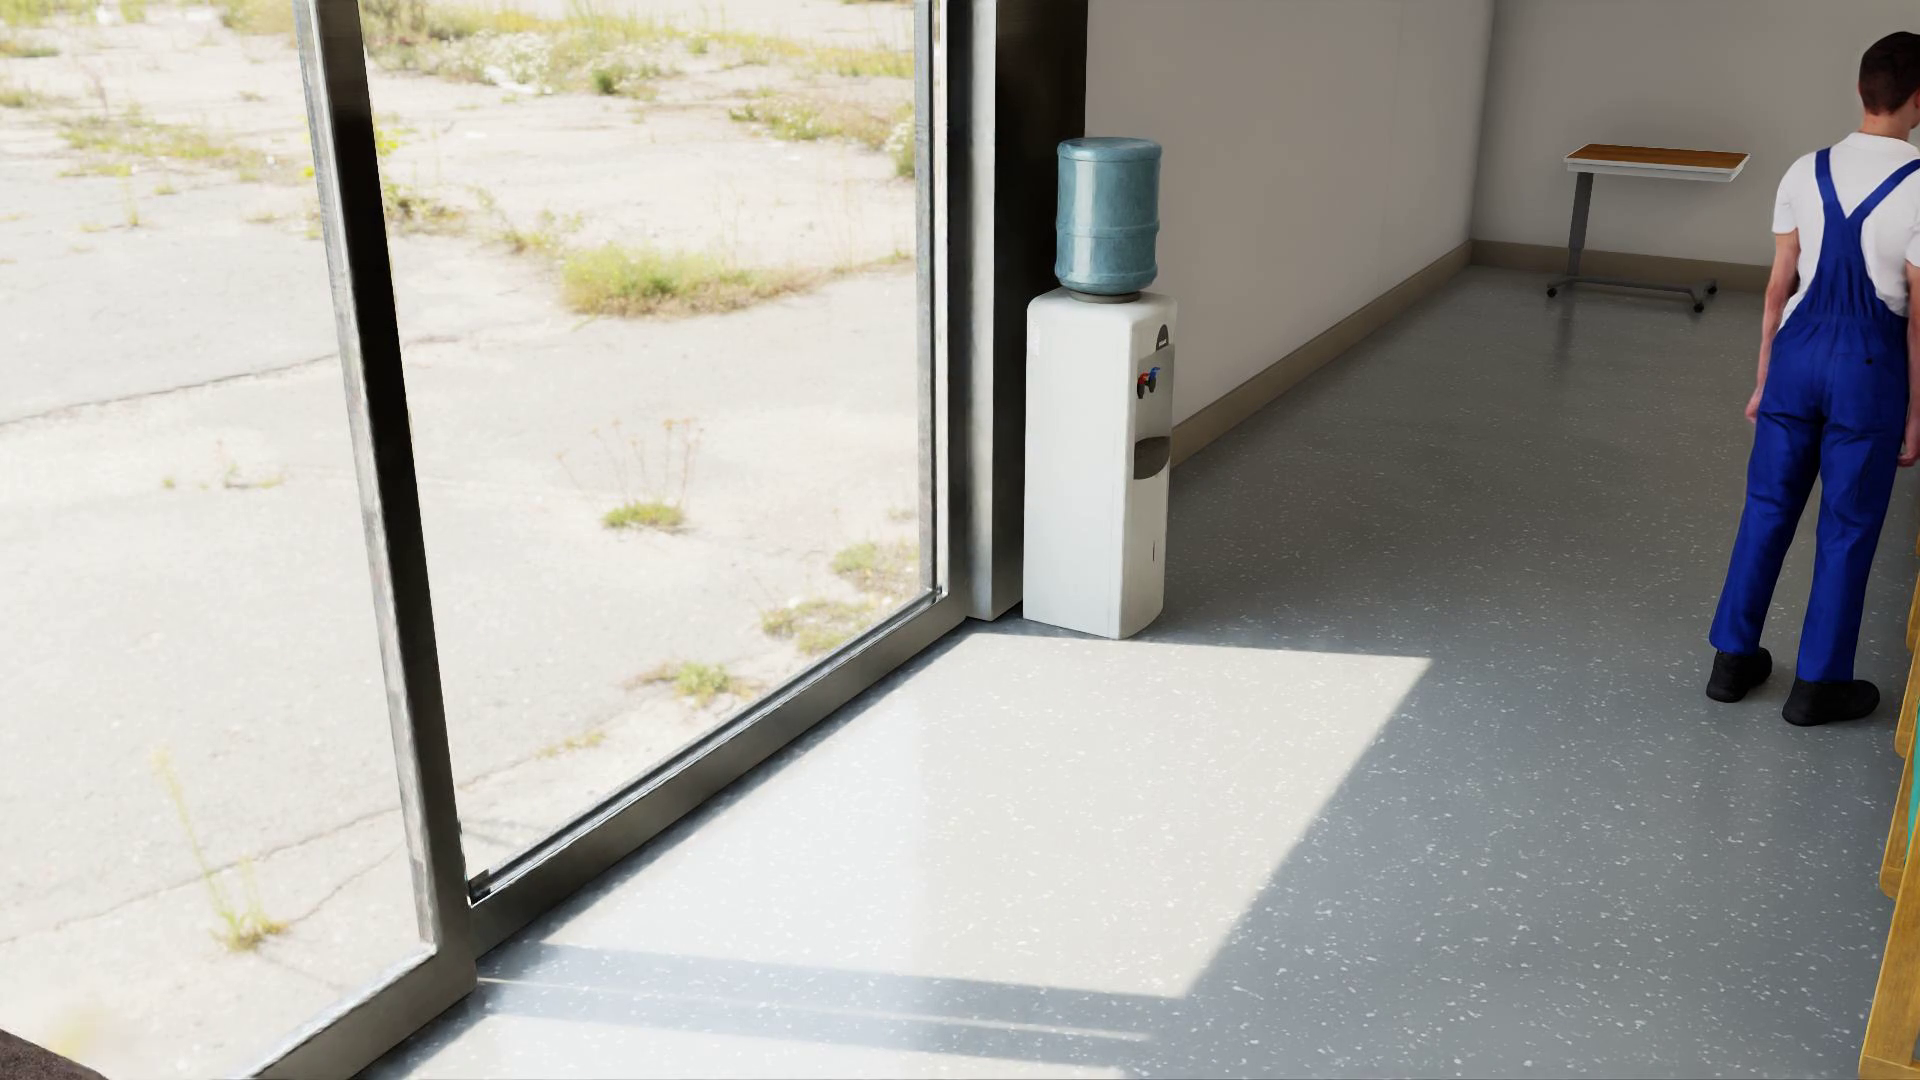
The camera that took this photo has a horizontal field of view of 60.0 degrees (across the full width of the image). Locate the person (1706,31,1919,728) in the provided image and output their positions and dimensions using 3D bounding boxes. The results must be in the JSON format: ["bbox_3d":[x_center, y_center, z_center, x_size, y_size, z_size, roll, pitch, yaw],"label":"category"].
[{"bbox_3d":[2.346,-0.411,4.467,0.765,1.850,0.630,-16,26,-36],"label":"person"}]
